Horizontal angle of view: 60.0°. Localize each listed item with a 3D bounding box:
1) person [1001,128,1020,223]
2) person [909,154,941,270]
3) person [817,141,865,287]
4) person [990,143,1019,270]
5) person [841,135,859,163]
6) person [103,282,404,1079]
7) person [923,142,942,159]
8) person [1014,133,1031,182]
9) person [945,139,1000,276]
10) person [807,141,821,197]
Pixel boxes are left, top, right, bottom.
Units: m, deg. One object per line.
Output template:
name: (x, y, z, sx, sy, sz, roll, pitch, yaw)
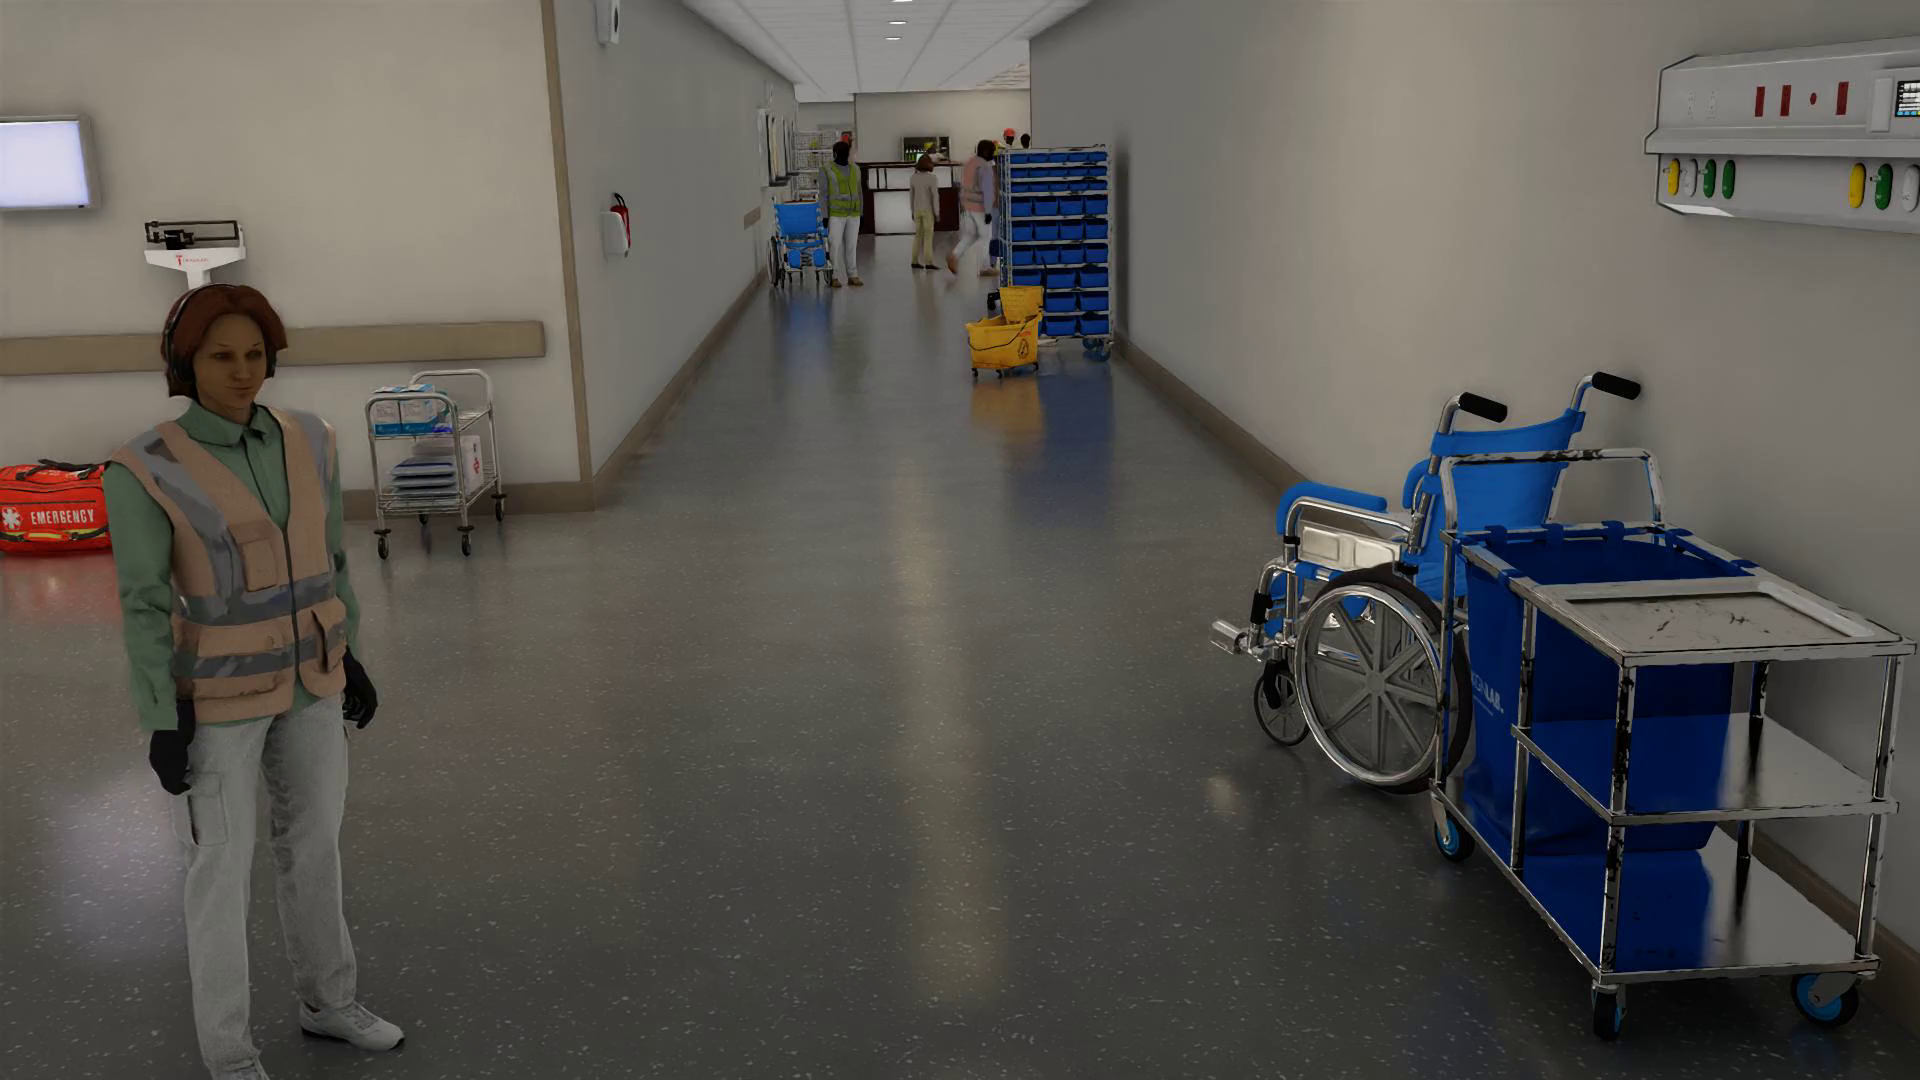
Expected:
person: (1.046, -7.651, 34.999, 0.622, 1.993, 0.381, -11, 17, -34)
person: (-0.503, -4.655, 23.654, 0.509, 1.628, 0.287, 10, 18, 40)
person: (-1.492, -4.166, 21.301, 0.633, 1.841, 0.429, -11, 16, -32)
person: (0.558, -4.589, 22.973, 0.518, 1.757, 0.341, 0, 14, 6)
person: (-2.513, -8.269, 38.024, 0.499, 1.959, 0.621, -6, 14, -17)
person: (-1.384, 0.317, 3.289, 0.310, 1.636, 0.522, 6, 15, 28)
person: (-0.625, -9.154, 41.955, 0.642, 1.722, 0.323, -6, 14, -17)
person: (1.311, -6.998, 32.549, 0.512, 1.873, 0.328, 1, 14, 11)
person: (0.184, -4.391, 22.100, 0.674, 1.811, 0.681, -9, 15, -28)
person: (-3.806, -9.537, 43.669, 0.403, 1.827, 0.601, -3, 14, -4)
